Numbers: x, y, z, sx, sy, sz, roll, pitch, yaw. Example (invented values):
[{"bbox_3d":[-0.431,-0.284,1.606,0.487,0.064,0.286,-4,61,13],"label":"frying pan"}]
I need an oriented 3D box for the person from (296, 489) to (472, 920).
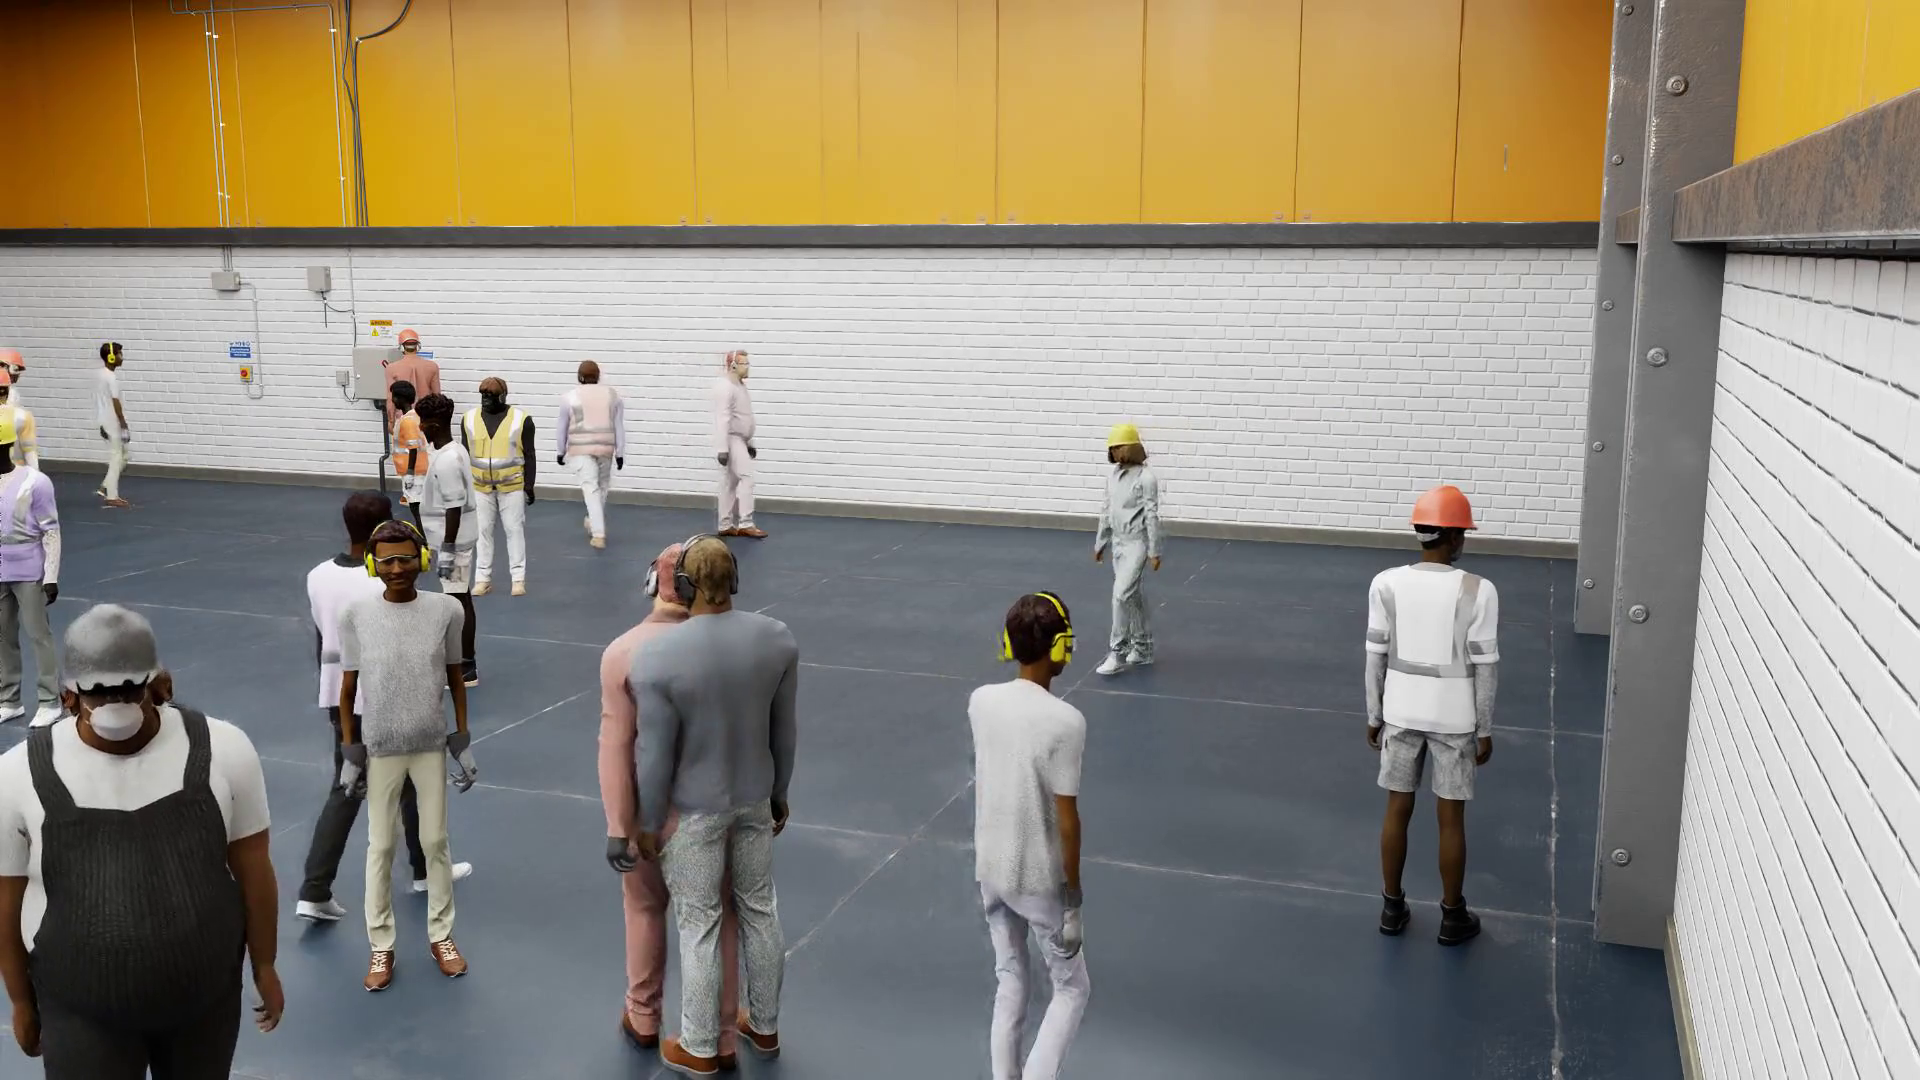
[{"bbox_3d":[-2.592,0.715,7.264,0.616,1.883,0.890,5,11,24],"label":"person"}]

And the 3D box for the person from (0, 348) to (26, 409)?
[{"bbox_3d":[-9.012,-0.805,15.591,0.642,1.959,0.736,7,13,36],"label":"person"}]

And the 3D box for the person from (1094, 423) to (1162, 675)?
[{"bbox_3d":[1.079,0.063,11.359,0.701,1.718,0.519,-6,12,-32],"label":"person"}]

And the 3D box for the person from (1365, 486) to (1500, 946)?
[{"bbox_3d":[1.979,0.734,6.992,0.544,1.933,0.376,6,12,31],"label":"person"}]

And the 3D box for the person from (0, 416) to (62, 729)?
[{"bbox_3d":[-5.739,0.192,10.065,0.590,1.923,0.383,1,10,8],"label":"person"}]

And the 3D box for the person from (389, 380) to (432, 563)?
[{"bbox_3d":[-5.043,-0.622,15.297,0.319,1.692,0.538,-3,10,-15],"label":"person"}]

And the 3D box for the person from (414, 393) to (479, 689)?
[{"bbox_3d":[-3.382,0.004,11.021,0.373,1.960,0.601,-2,10,-12],"label":"person"}]

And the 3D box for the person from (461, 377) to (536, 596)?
[{"bbox_3d":[-3.860,-0.445,13.898,0.622,1.840,0.430,0,10,-2],"label":"person"}]

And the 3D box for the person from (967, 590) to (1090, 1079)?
[{"bbox_3d":[0.230,1.085,5.297,0.529,1.838,0.417,9,14,42],"label":"person"}]

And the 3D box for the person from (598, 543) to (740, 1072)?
[{"bbox_3d":[-1.003,0.948,6.003,0.673,1.870,0.699,-5,11,-27],"label":"person"}]

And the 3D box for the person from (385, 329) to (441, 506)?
[{"bbox_3d":[-6.141,-1.380,18.733,0.609,1.991,0.384,-6,12,-30],"label":"person"}]

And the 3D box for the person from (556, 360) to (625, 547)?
[{"bbox_3d":[-3.651,-0.863,16.359,0.631,1.791,0.947,-6,12,-30],"label":"person"}]

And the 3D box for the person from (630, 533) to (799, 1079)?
[{"bbox_3d":[-0.860,0.934,5.853,0.631,1.939,0.372,-8,13,-37],"label":"person"}]

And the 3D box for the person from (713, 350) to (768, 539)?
[{"bbox_3d":[-2.139,-0.948,16.576,0.688,1.883,0.680,1,10,3],"label":"person"}]

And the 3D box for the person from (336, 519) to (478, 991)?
[{"bbox_3d":[-2.186,0.835,6.592,0.521,1.874,0.328,-4,11,-23],"label":"person"}]

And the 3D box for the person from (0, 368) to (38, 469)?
[{"bbox_3d":[-8.025,-0.494,13.956,0.553,1.922,0.419,-4,11,-23],"label":"person"}]

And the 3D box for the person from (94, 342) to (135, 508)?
[{"bbox_3d":[-9.434,-1.280,18.561,0.421,1.851,0.552,-8,13,-40],"label":"person"}]
